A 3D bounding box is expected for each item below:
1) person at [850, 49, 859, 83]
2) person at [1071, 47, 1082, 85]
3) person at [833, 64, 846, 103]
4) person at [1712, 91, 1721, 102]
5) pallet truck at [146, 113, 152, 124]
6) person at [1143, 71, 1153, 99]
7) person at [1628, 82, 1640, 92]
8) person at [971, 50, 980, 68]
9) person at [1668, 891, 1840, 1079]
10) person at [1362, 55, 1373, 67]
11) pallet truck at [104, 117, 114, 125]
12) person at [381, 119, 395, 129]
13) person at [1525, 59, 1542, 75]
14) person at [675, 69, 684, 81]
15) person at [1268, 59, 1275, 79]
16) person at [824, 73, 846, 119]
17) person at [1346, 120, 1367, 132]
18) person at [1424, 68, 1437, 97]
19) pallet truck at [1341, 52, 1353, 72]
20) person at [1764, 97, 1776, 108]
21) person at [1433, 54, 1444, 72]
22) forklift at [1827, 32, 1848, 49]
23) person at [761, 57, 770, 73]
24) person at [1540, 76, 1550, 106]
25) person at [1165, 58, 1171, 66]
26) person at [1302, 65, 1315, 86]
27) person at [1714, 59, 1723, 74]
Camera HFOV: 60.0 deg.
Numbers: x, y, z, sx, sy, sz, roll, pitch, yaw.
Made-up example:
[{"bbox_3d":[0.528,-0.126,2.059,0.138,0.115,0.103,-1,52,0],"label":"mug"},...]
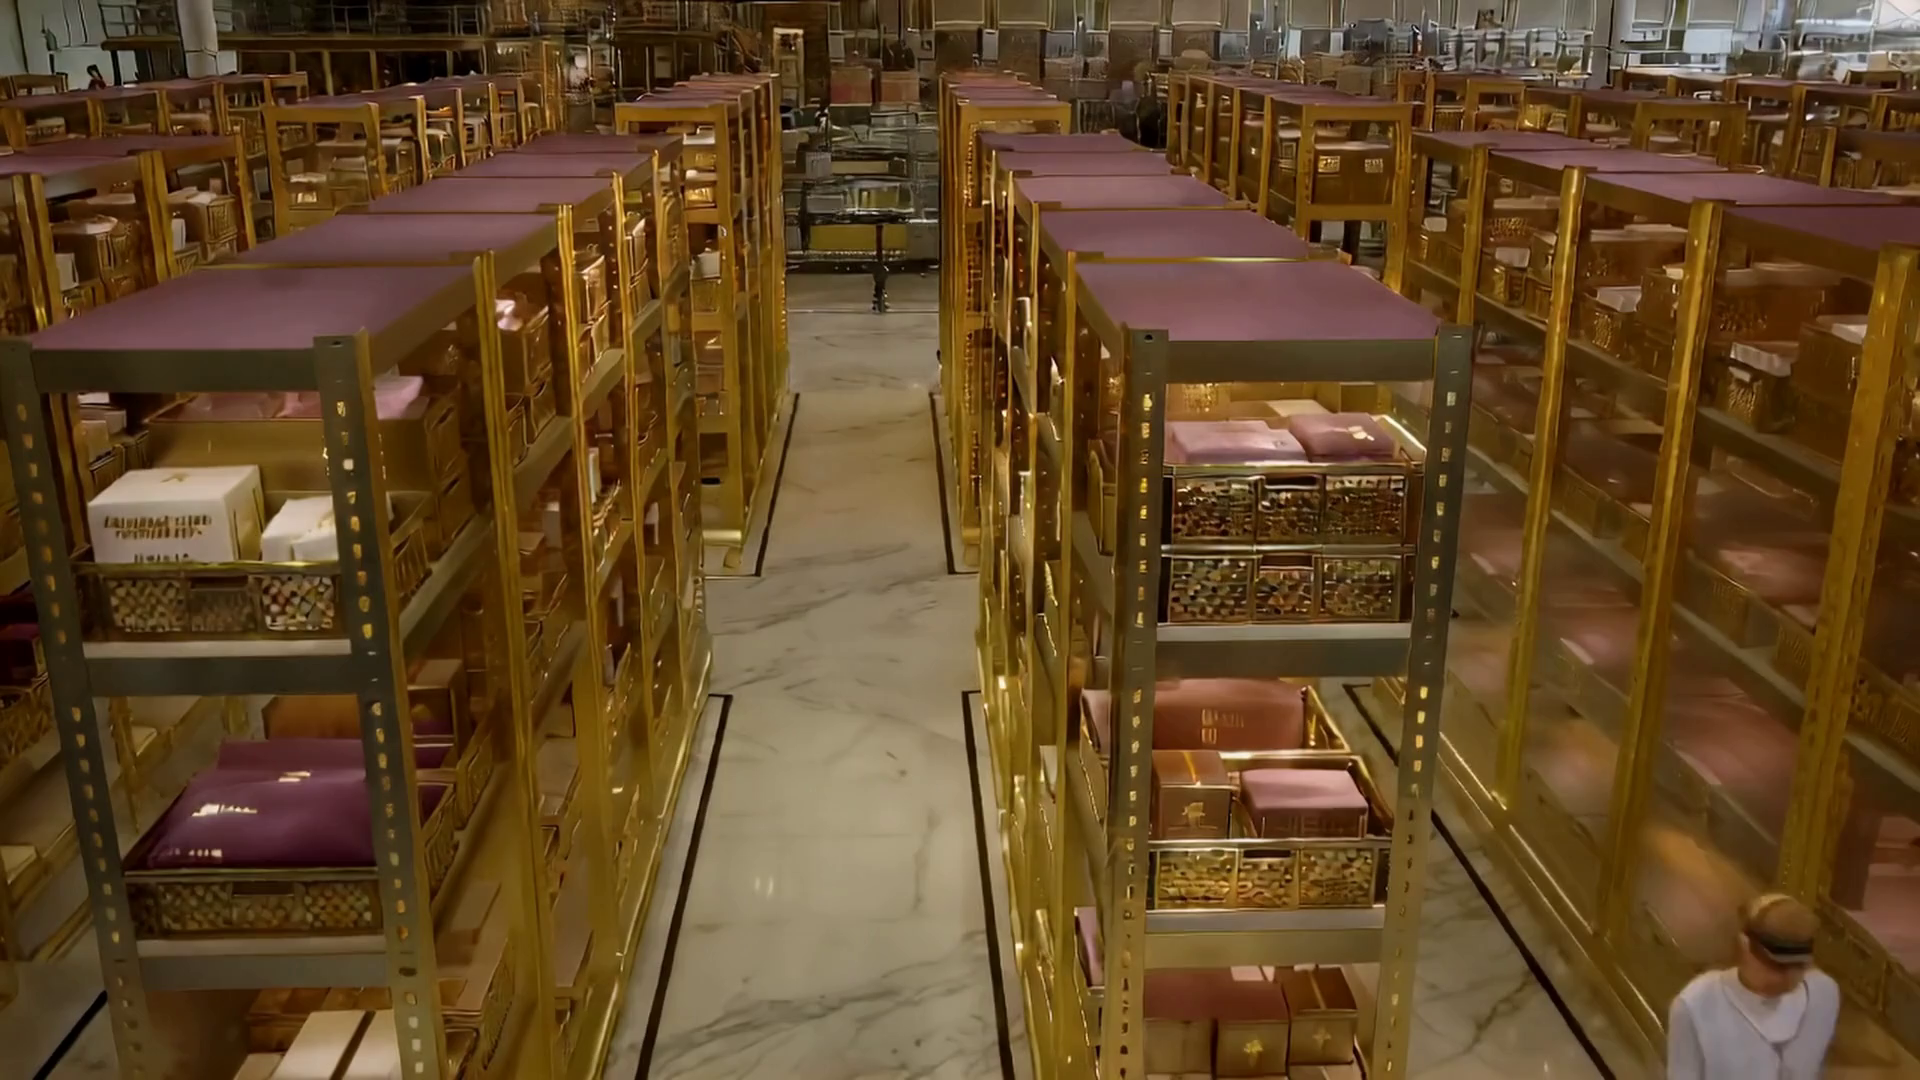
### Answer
[{"bbox_3d":[-5.866,-26.334,92.460,0.620,1.821,0.636,-13,22,-36],"label":"person"},{"bbox_3d":[6.360,-25.857,90.700,0.612,1.991,0.392,-3,18,-9],"label":"person"},{"bbox_3d":[-4.797,-18.124,66.851,0.802,1.934,0.626,14,23,37],"label":"person"},{"bbox_3d":[26.518,-15.135,58.092,0.515,1.636,0.315,12,22,34],"label":"person"},{"bbox_3d":[-18.087,-8.309,36.390,1.885,1.965,0.823,-1,18,-4],"label":"pallet truck"},{"bbox_3d":[6.914,-16.226,61.012,0.391,1.920,0.587,2,18,7],"label":"person"},{"bbox_3d":[24.355,-15.959,60.158,0.542,1.938,0.358,-8,20,-24],"label":"person"},{"bbox_3d":[0.848,-24.924,87.939,0.548,1.921,0.625,-14,22,-36],"label":"person"},{"bbox_3d":[2.360,1.896,5.073,0.575,1.829,0.450,-3,18,-10],"label":"person"},{"bbox_3d":[20.134,-22.939,81.946,0.657,1.817,0.740,-7,19,-20],"label":"person"},{"bbox_3d":[-18.367,-7.885,35.078,1.885,1.965,0.823,1,18,2],"label":"pallet truck"},{"bbox_3d":[-12.336,-8.246,36.225,0.605,1.993,1.076,-16,24,-40],"label":"person"},{"bbox_3d":[24.052,-19.138,69.830,0.679,2.000,0.537,5,19,16],"label":"person"},{"bbox_3d":[-10.865,-17.332,64.555,0.345,1.845,0.505,-9,20,-26],"label":"person"},{"bbox_3d":[15.023,-22.346,80.308,0.318,1.697,0.533,7,19,20],"label":"person"},{"bbox_3d":[-4.906,-17.061,63.928,0.923,1.718,0.527,5,19,15],"label":"person"},{"bbox_3d":[11.486,-11.975,48.078,0.616,1.782,0.922,1,18,2],"label":"person"},{"bbox_3d":[18.464,-17.555,65.252,0.549,1.843,0.697,12,22,34],"label":"person"},{"bbox_3d":[18.794,-23.123,82.231,0.823,1.965,1.885,-13,22,-35],"label":"pallet truck"},{"bbox_3d":[27.269,-14.508,56.051,0.322,1.697,0.535,-1,18,-4],"label":"person"},{"bbox_3d":[22.940,-22.301,79.784,0.361,1.937,0.634,-8,20,-25],"label":"person"},{"bbox_3d":[46.023,-25.321,87.619,1.129,2.768,1.873,-1,18,-2],"label":"forklift"},{"bbox_3d":[-9.587,-22.990,82.256,0.502,1.722,0.602,-9,20,-26],"label":"person"},{"bbox_3d":[19.945,-14.926,56.996,0.788,1.916,0.559,4,18,12],"label":"person"},{"bbox_3d":[9.806,-21.624,77.856,0.569,1.840,0.401,1,18,2],"label":"person"},{"bbox_3d":[13.909,-18.099,66.840,0.616,1.893,0.723,-8,20,-24],"label":"person"},{"bbox_3d":[33.571,-20.302,73.619,0.608,1.926,0.645,1,18,2],"label":"person"}]
